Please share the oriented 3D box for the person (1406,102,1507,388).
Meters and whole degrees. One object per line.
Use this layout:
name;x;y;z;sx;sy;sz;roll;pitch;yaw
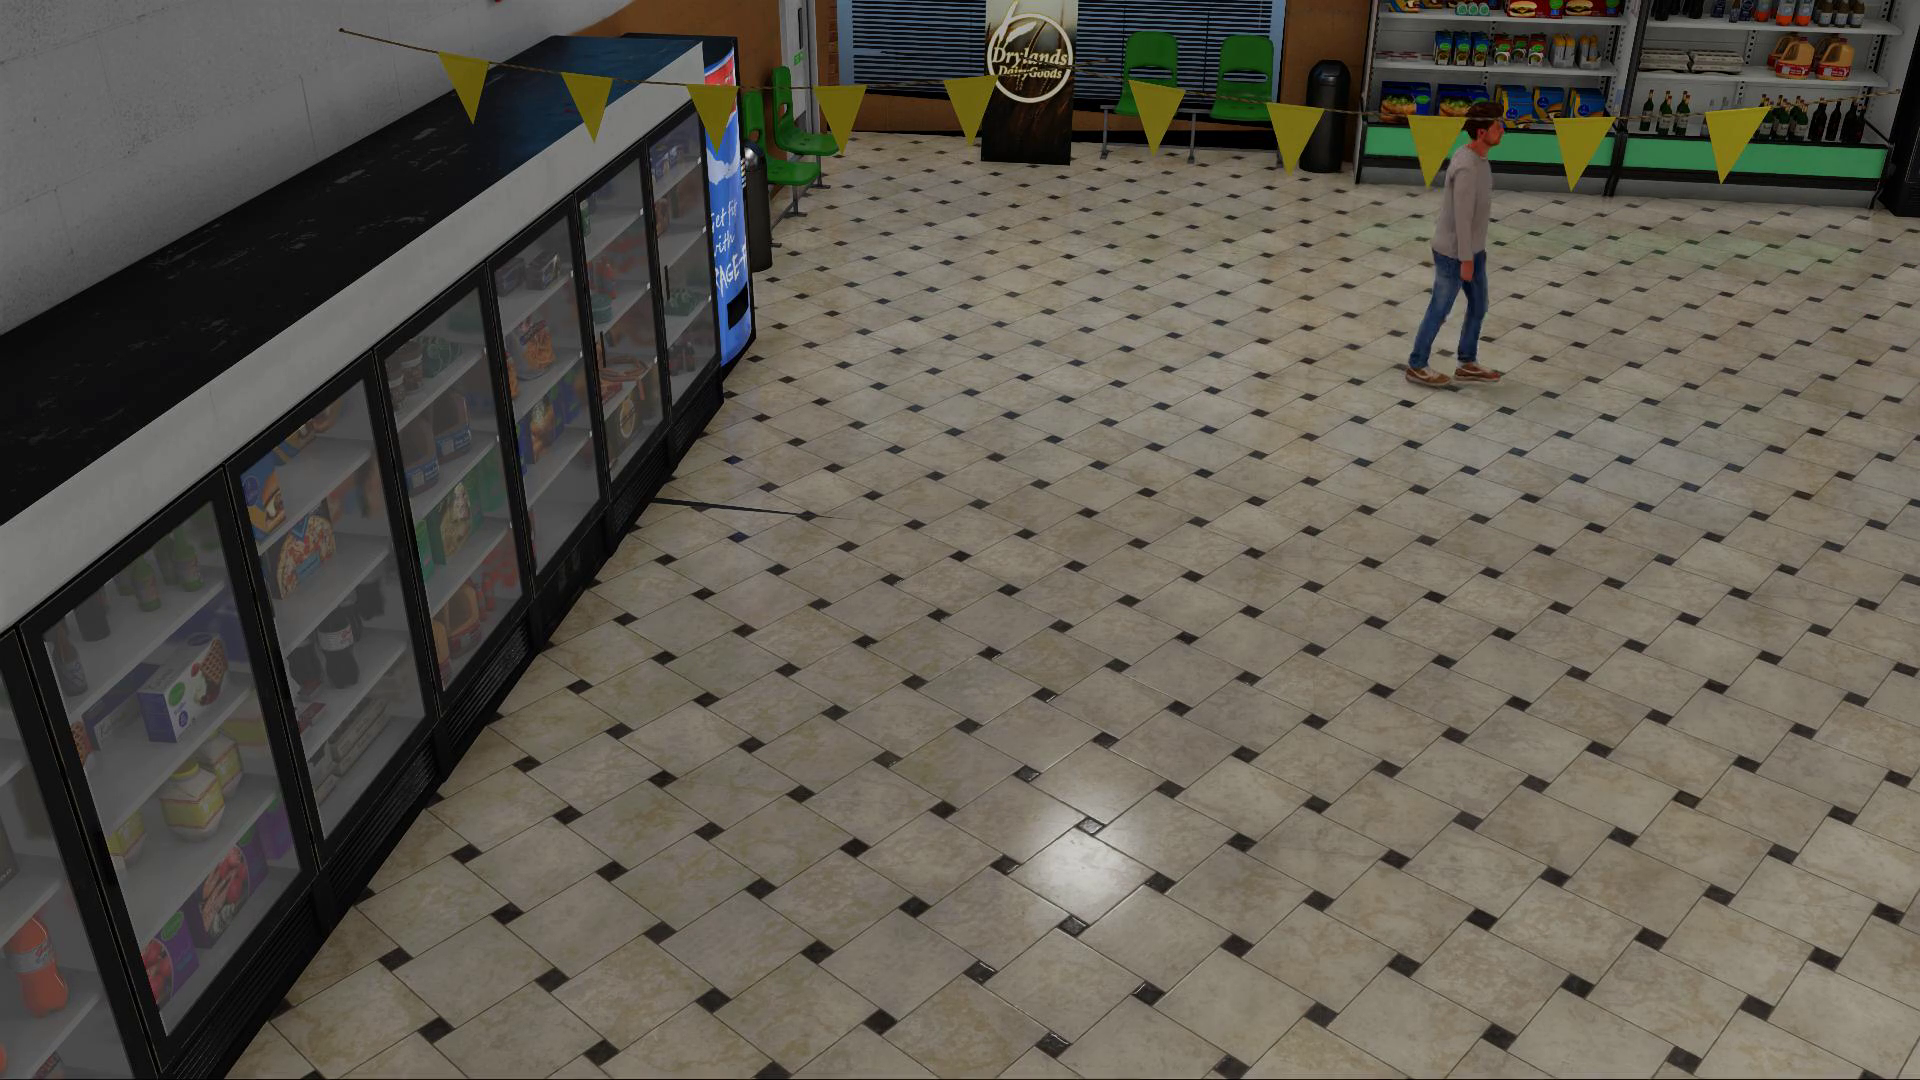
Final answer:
person;3.094;-1.866;10.626;0.917;1.878;0.825;13;31;22
